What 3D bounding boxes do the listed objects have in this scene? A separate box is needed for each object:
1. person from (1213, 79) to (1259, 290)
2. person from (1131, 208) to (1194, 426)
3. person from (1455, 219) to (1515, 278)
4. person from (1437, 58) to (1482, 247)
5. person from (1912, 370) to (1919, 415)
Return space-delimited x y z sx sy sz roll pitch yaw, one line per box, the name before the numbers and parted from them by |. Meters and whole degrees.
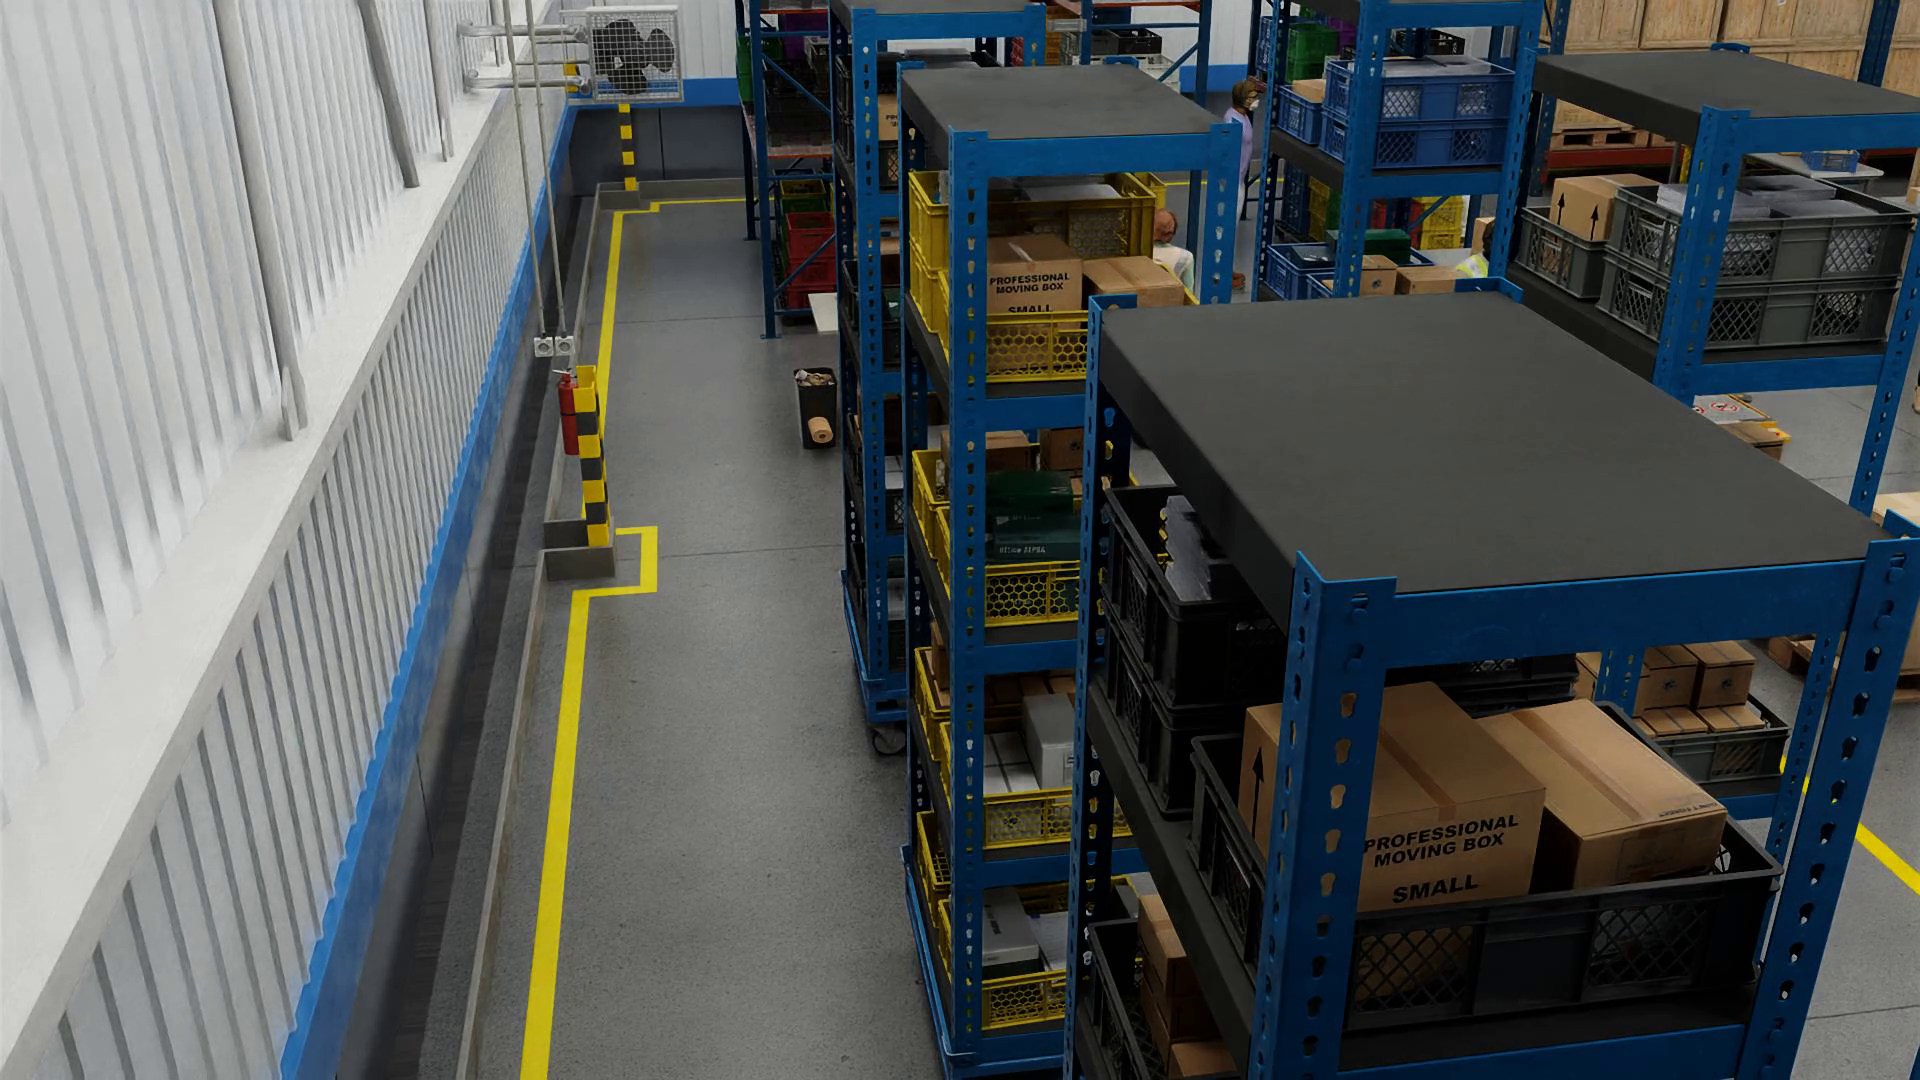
person | 2.542 -3.306 15.484 0.378 1.935 0.634 6 25 12
person | 1.429 -1.588 12.104 0.521 1.631 0.317 4 25 8
person | 3.494 -1.237 11.089 0.629 1.842 0.429 -13 28 -25
person | 5.118 -3.938 16.910 0.340 1.882 0.585 1 25 2
person | 7.502 -1.754 12.382 0.532 1.697 0.320 -1 25 -2
